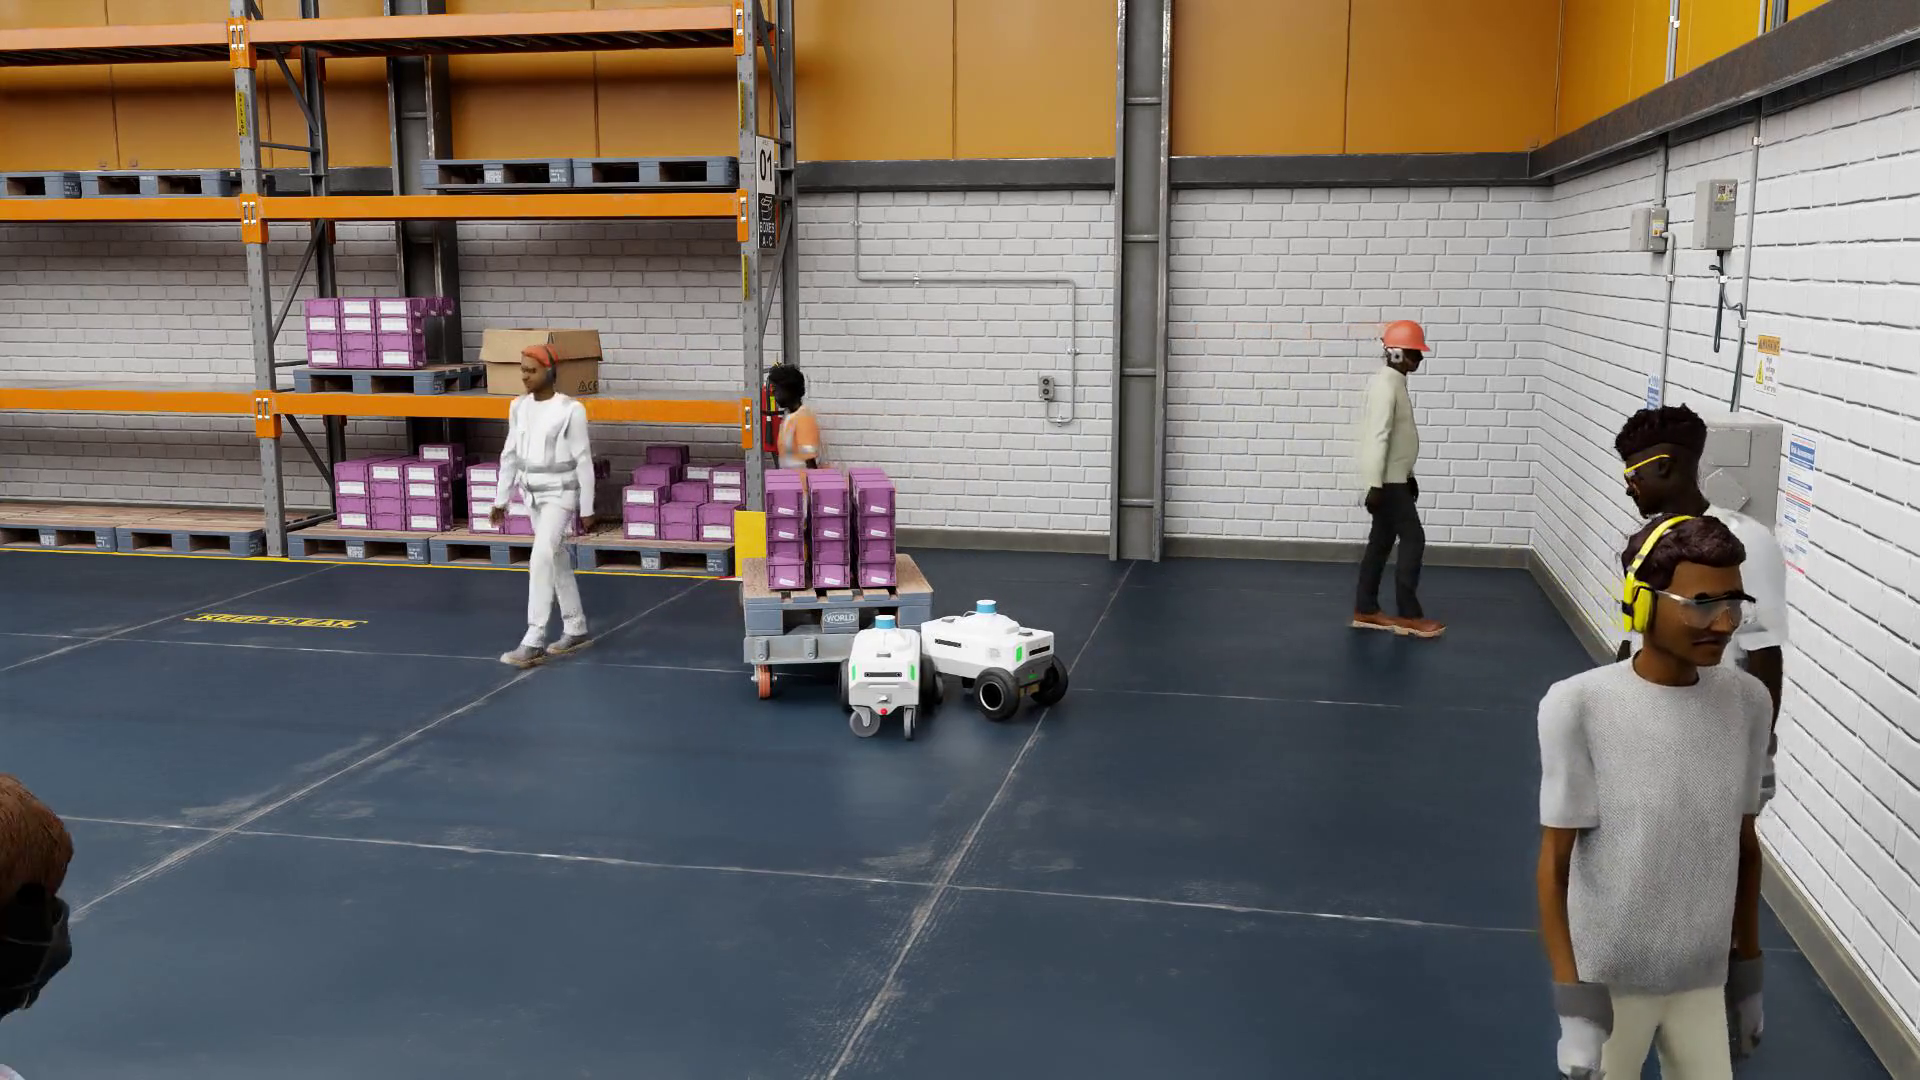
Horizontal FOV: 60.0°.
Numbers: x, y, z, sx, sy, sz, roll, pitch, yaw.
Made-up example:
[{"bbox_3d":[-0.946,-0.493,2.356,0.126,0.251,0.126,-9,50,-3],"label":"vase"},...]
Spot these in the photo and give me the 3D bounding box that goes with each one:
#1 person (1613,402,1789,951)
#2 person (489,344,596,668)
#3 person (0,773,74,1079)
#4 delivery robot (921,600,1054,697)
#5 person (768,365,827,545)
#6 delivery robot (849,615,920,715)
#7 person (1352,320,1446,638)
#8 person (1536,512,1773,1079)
[{"bbox_3d":[2.131,0.572,4.847,0.394,1.923,0.712,-3,10,-15],"label":"person"},{"bbox_3d":[-2.492,-0.198,9.676,0.584,1.850,0.862,7,12,38],"label":"person"},{"bbox_3d":[-1.059,1.119,1.887,0.641,1.791,0.944,6,11,31],"label":"person"},{"bbox_3d":[0.136,0.559,8.727,0.707,0.478,0.477,8,12,39],"label":"delivery robot"},{"bbox_3d":[-1.054,-0.308,10.883,0.588,1.657,0.635,-3,10,-17],"label":"person"},{"bbox_3d":[-0.373,0.621,8.353,0.477,0.478,0.707,0,9,-1],"label":"delivery robot"},{"bbox_3d":[2.822,-0.384,10.422,0.692,1.965,0.641,3,10,15],"label":"person"},{"bbox_3d":[1.342,0.877,3.193,0.531,1.858,0.393,-2,10,-10],"label":"person"}]
